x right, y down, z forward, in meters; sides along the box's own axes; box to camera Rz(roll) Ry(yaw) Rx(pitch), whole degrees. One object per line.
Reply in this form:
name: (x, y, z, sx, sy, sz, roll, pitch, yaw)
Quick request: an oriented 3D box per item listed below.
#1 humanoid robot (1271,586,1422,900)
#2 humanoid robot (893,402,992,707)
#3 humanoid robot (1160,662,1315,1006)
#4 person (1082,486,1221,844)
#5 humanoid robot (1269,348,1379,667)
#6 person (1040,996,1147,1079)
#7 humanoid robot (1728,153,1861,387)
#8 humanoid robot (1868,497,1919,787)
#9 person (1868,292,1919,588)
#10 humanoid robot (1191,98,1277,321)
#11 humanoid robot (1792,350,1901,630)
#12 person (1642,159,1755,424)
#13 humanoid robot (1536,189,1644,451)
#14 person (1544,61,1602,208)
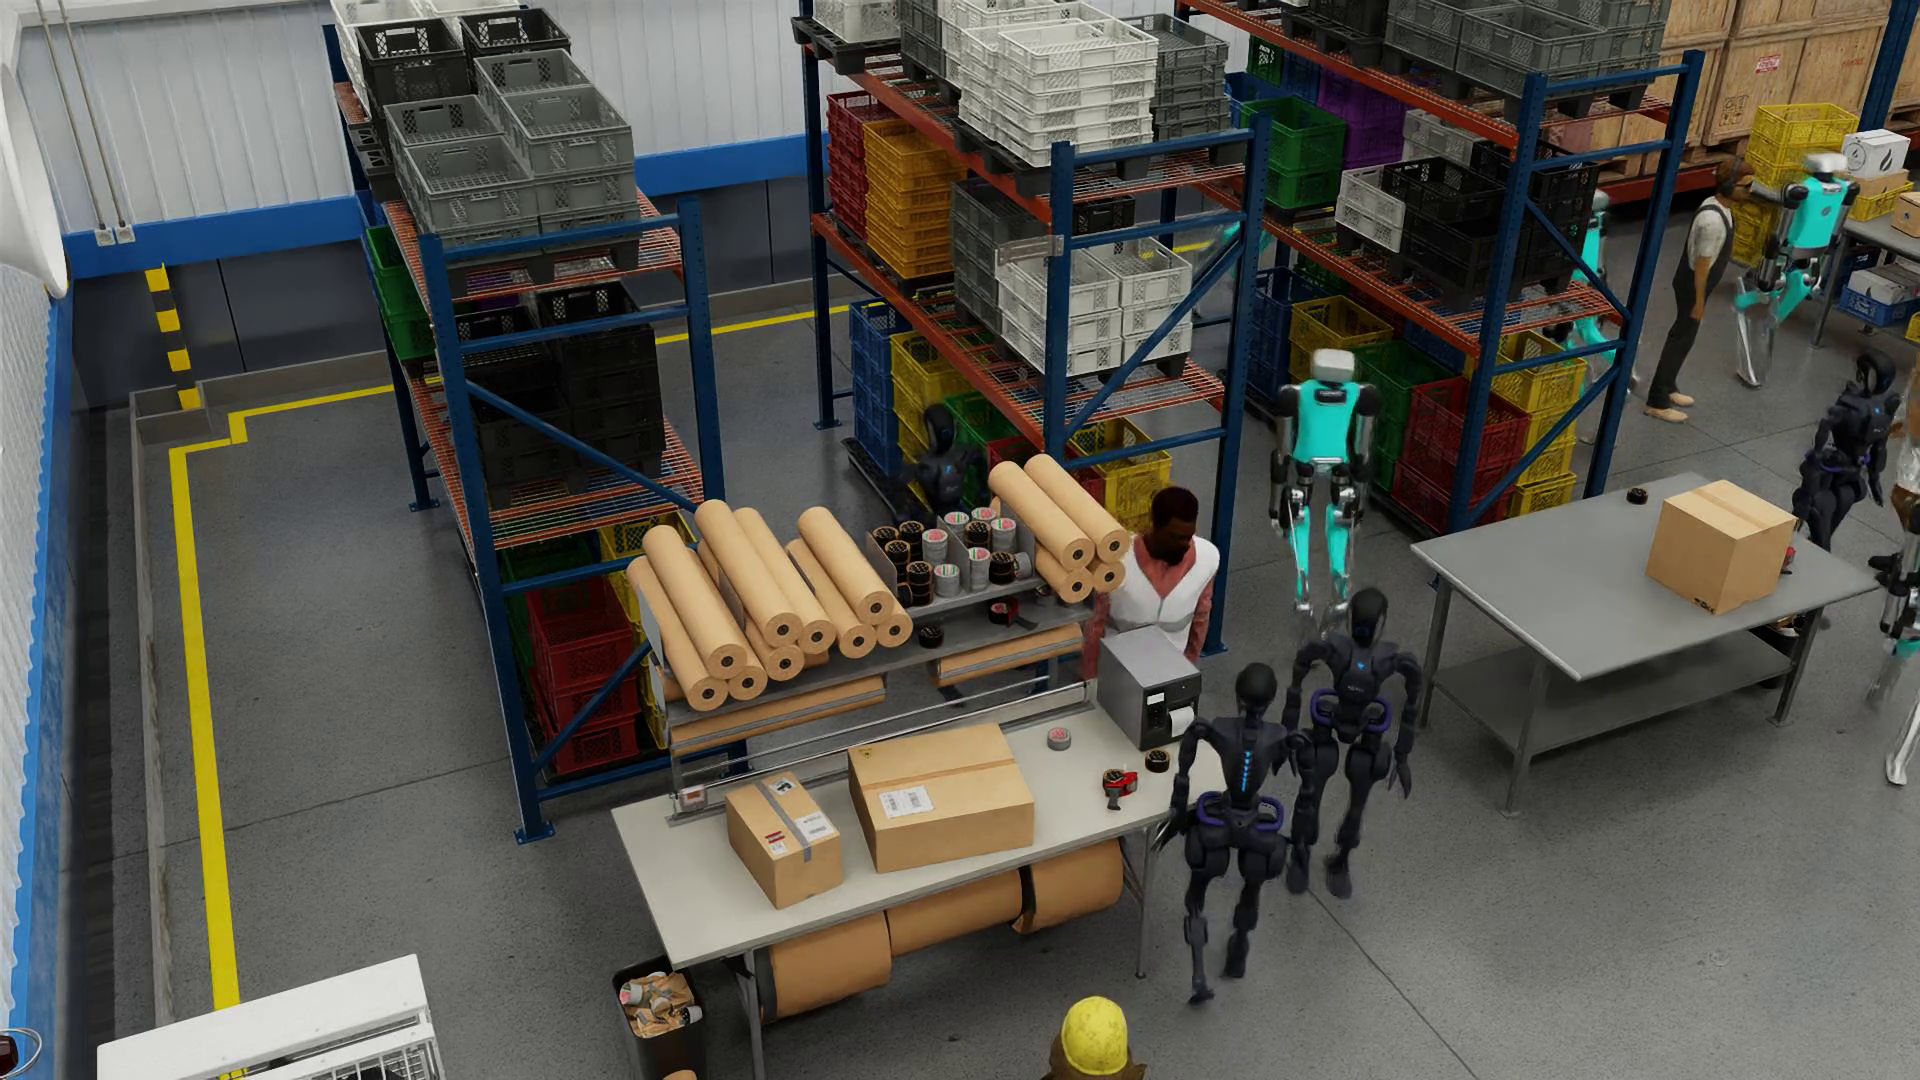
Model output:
humanoid robot: (1.669, 0.886, 7.195, 0.610, 1.653, 0.311, 7, 32, 11)
humanoid robot: (-0.102, 0.016, 8.651, 0.593, 1.656, 0.743, -14, 34, -21)
humanoid robot: (1.116, 1.201, 6.692, 0.609, 1.651, 0.576, 5, 32, 8)
person: (0.824, 0.493, 7.635, 0.616, 1.886, 0.640, -6, 32, -9)
humanoid robot: (1.896, -0.066, 8.692, 0.539, 1.775, 0.821, -1, 32, -1)
person: (0.391, 2.082, 5.180, 0.486, 1.744, 0.309, -5, 32, -9)
humanoid robot: (5.704, -1.863, 11.648, 0.546, 1.854, 0.705, -7, 32, -11)
humanoid robot: (4.756, 0.313, 8.090, 0.559, 1.802, 0.922, 15, 35, 23)
person: (5.495, -0.633, 9.450, 0.533, 1.891, 0.560, 7, 32, 11)
humanoid robot: (2.064, -2.425, 12.544, 0.974, 1.783, 0.530, -12, 33, -18)
humanoid robot: (4.828, -0.299, 9.120, 0.604, 1.644, 0.516, -12, 34, -19)
person: (4.973, -1.675, 11.201, 0.336, 1.836, 0.502, 15, 35, 23)
humanoid robot: (4.144, -1.342, 10.788, 0.547, 1.734, 0.994, -18, 36, -27)
person: (4.953, -3.075, 13.547, 0.521, 1.760, 0.332, -20, 37, -30)
